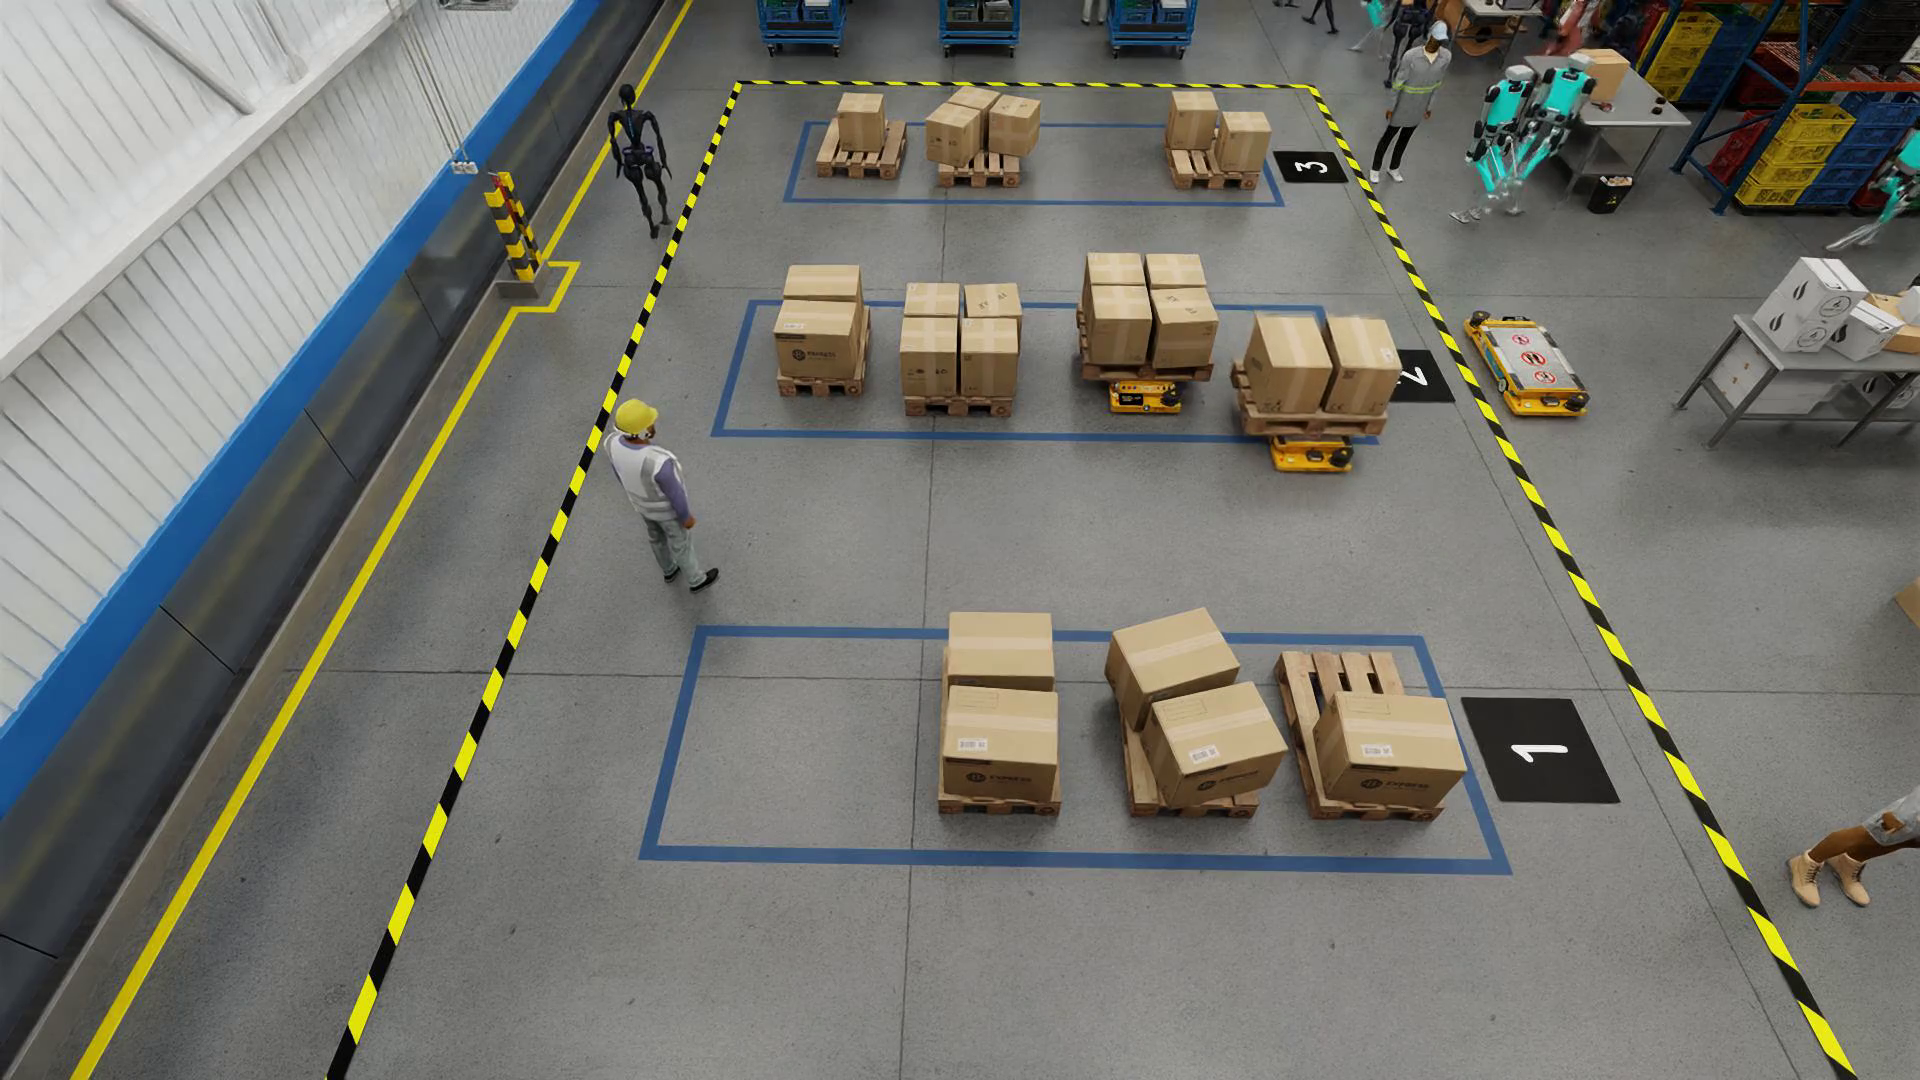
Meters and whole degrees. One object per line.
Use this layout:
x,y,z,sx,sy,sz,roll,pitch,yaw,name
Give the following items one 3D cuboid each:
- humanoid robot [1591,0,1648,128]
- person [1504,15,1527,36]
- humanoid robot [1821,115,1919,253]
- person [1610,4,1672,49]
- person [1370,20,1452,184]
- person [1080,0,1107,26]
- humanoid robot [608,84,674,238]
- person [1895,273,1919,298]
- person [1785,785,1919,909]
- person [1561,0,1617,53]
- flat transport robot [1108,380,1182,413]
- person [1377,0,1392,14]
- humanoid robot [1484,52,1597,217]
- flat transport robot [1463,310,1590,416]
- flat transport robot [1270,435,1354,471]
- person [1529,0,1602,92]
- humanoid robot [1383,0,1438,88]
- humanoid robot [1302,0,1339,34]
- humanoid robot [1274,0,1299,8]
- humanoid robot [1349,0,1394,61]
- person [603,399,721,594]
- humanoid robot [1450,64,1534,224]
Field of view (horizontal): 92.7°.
8.571,-6.332,12.096,0.585,1.650,0.576,-21,52,-18,humanoid robot
8.930,-8.863,14.033,0.608,2.042,0.394,-21,52,-17,person
10.258,-3.842,9.896,1.017,1.741,0.559,-6,49,-5,humanoid robot
10.196,-7.902,13.321,1.045,1.864,0.557,11,50,9,person
5.418,-5.224,11.008,0.588,1.852,0.370,-4,49,-4,person
2.208,-9.064,14.348,0.569,1.831,0.413,-6,49,-6,person
-3.570,-4.212,10.250,0.609,1.647,0.399,-7,49,-6,humanoid robot
10.360,-3.163,9.238,0.338,1.838,0.506,-27,54,-21,person
5.487,1.520,5.052,0.604,2.035,0.386,1,49,1,person
9.502,-8.262,13.658,0.611,1.824,0.691,-3,49,-3,person
1.773,-1.807,9.079,0.652,0.197,1.431,1,49,1,flat transport robot
7.261,-9.460,14.756,0.698,1.713,0.512,-17,51,-14,person
6.576,-4.524,10.481,0.530,1.774,0.787,32,56,25,humanoid robot
5.573,-1.757,9.054,0.659,0.231,1.431,1,49,1,flat transport robot
3.160,-1.205,8.558,0.652,0.197,1.431,1,49,1,flat transport robot
8.514,-7.027,12.565,0.962,1.859,0.587,27,54,21,person
6.356,-7.349,12.968,0.589,1.646,0.578,7,49,6,humanoid robot
5.822,-8.829,14.283,0.594,1.640,0.780,-34,57,-26,humanoid robot
5.469,-9.590,14.906,0.600,1.648,0.403,33,57,25,humanoid robot
6.270,-8.023,13.565,0.873,1.855,0.572,25,54,20,humanoid robot
-2.207,-0.299,6.756,0.589,1.833,0.405,24,53,20,person
6.017,-4.311,10.206,0.533,1.674,0.735,-12,50,-10,humanoid robot
